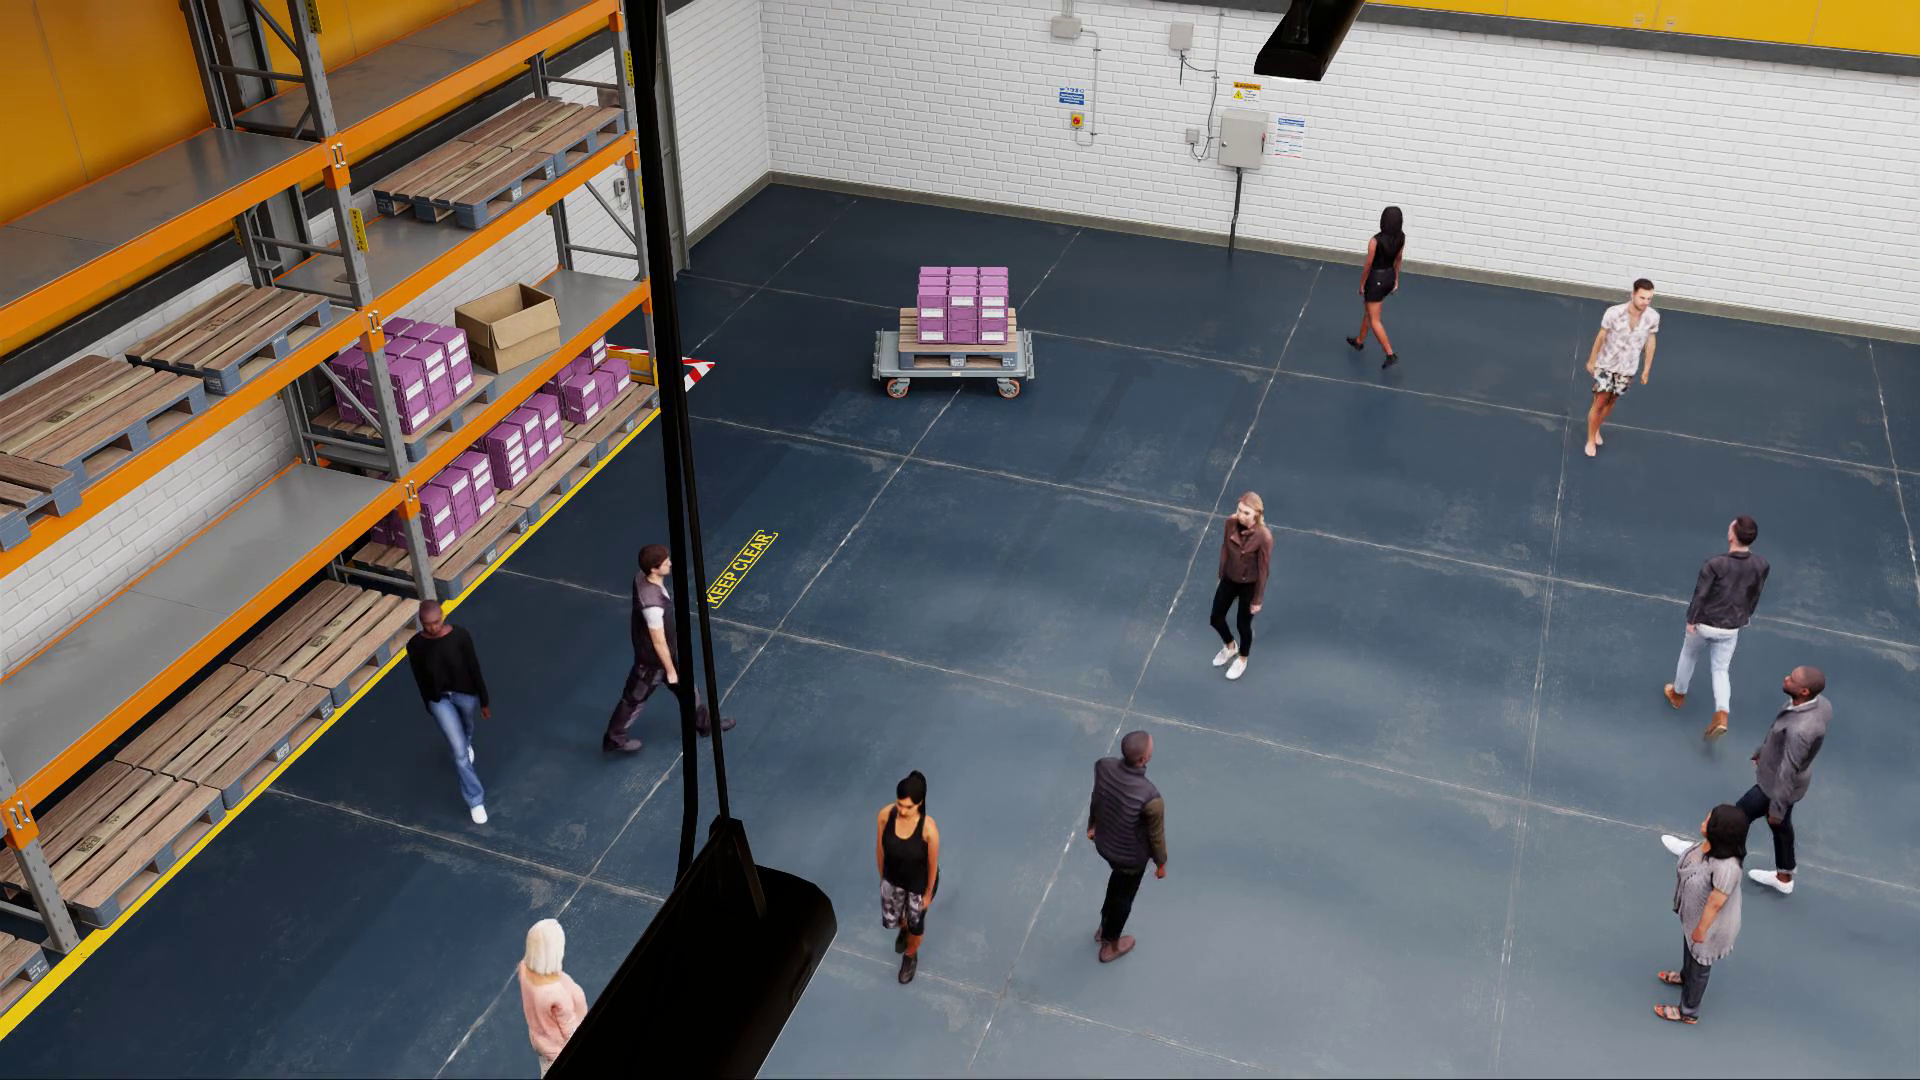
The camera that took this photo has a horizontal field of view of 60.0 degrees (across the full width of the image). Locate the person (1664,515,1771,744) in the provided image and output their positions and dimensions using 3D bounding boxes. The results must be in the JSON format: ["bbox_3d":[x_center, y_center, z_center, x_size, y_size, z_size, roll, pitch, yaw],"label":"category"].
[{"bbox_3d":[5.608,0.656,12.240,0.881,1.812,1.158,0,34,0],"label":"person"}]

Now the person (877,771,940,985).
[{"bbox_3d":[-0.279,2.035,10.307,0.579,1.655,0.631,11,35,17],"label":"person"}]

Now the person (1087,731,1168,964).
[{"bbox_3d":[0.949,1.937,10.302,0.865,1.824,0.852,-24,40,-31],"label":"person"}]

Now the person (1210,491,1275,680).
[{"bbox_3d":[2.229,0.316,12.860,0.698,1.691,0.689,28,43,35],"label":"person"}]

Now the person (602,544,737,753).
[{"bbox_3d":[-2.301,0.840,11.981,1.142,1.791,1.254,-6,34,-10],"label":"person"}]

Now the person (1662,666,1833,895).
[{"bbox_3d":[5.426,1.617,10.825,0.995,1.778,1.118,21,39,28],"label":"person"}]

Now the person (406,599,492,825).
[{"bbox_3d":[-3.582,1.071,11.709,1.147,1.708,1.213,-14,36,-20],"label":"person"}]

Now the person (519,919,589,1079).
[{"bbox_3d":[-2.259,2.785,9.142,0.838,1.696,1.062,26,42,34],"label":"person"}]

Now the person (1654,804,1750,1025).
[{"bbox_3d":[4.537,2.235,10.053,0.692,1.603,0.601,13,36,19],"label":"person"}]

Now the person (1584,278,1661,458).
[{"bbox_3d":[6.231,-1.738,15.859,0.824,1.792,0.924,3,34,4],"label":"person"}]

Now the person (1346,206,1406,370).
[{"bbox_3d":[4.384,-2.585,17.211,1.112,1.707,1.132,-17,37,-23],"label":"person"}]
